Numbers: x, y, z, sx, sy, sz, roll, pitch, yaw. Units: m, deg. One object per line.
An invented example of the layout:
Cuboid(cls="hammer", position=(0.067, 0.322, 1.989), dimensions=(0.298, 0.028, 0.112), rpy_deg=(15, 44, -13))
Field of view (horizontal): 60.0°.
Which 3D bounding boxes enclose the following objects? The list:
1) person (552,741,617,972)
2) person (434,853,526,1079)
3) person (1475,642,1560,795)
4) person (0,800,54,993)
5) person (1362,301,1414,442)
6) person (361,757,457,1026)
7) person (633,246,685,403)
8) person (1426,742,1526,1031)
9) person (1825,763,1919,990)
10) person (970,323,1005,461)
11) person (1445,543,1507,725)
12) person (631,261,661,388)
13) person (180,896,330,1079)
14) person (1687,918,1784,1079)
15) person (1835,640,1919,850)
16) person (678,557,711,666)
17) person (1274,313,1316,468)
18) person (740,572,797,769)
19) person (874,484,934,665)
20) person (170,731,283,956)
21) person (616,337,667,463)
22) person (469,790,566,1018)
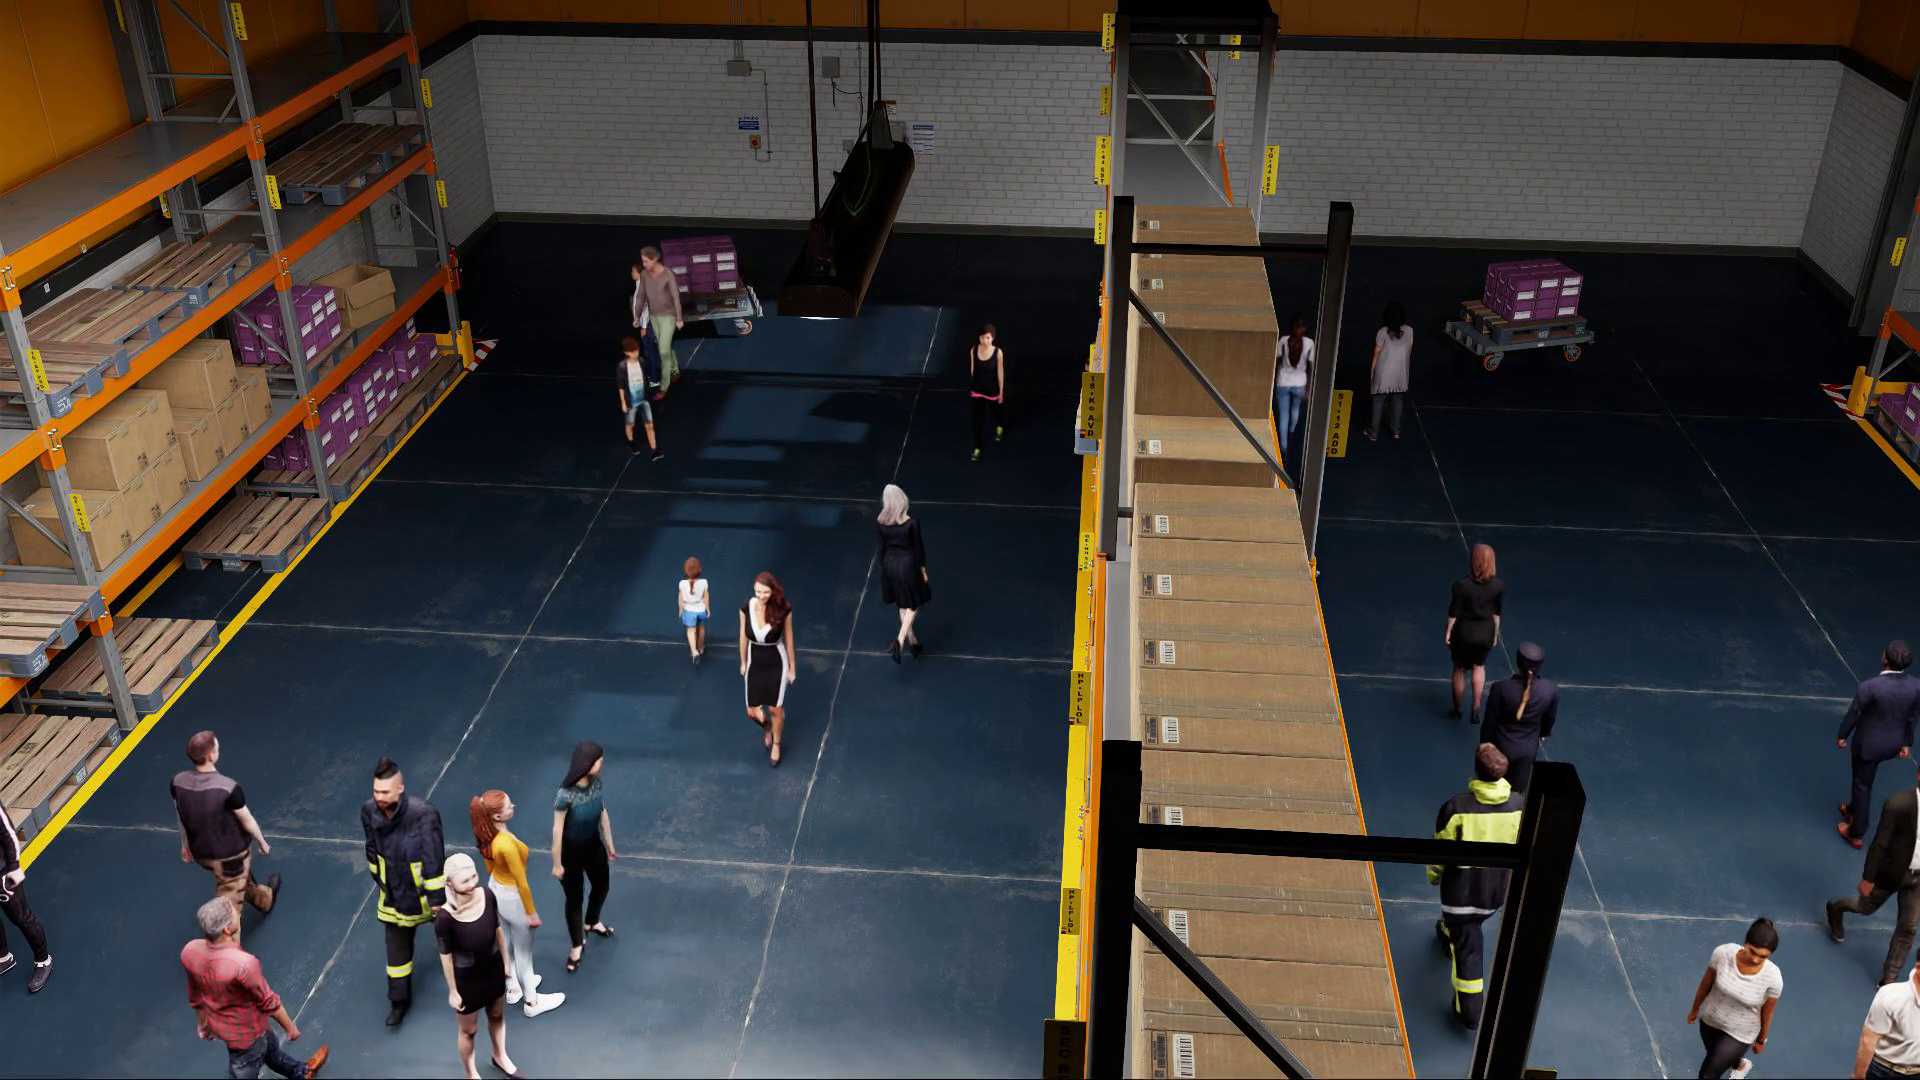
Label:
Cuboid(cls="person", position=(-2.613, 2.155, 11.211), dimensions=(0.628, 1.696, 0.762), rpy_deg=(-23, 36, -35))
Cuboid(cls="person", position=(-2.954, 2.659, 10.151), dimensions=(0.720, 1.828, 0.626), rpy_deg=(22, 35, 34))
Cuboid(cls="person", position=(4.114, 1.579, 12.332), dimensions=(0.712, 1.634, 0.979), rpy_deg=(2, 29, 4))
Cuboid(cls="person", position=(-6.438, 2.189, 11.004), dimensions=(0.683, 1.835, 0.567), rpy_deg=(4, 29, 6))
Cuboid(cls="person", position=(4.853, -1.911, 18.762), dimensions=(0.726, 1.603, 0.765), rpy_deg=(-7, 29, -12))
Cuboid(cls="person", position=(-3.574, 2.196, 11.008), dimensions=(0.748, 1.819, 1.119), rpy_deg=(2, 29, 4))
Cuboid(cls="person", position=(-3.500, -2.660, 19.897), dimensions=(0.949, 1.832, 1.138), rpy_deg=(17, 33, 28))
Cuboid(cls="person", position=(3.357, 2.261, 10.775), dimensions=(0.941, 1.928, 1.336), rpy_deg=(-3, 29, -5))
Cuboid(cls="person", position=(6.214, 2.173, 11.104), dimensions=(0.790, 1.766, 1.204), rpy_deg=(-1, 29, -2))
Cuboid(cls="person", position=(0.323, -1.696, 18.458), dimensions=(0.655, 1.517, 1.063), rpy_deg=(6, 29, 12))
Cuboid(cls="person", position=(4.228, 0.838, 13.630), dimensions=(0.619, 1.691, 0.719), rpy_deg=(1, 29, 1))
Cuboid(cls="person", position=(-3.797, -2.633, 20.132), dimensions=(0.653, 1.559, 0.551), rpy_deg=(-7, 29, -12))
Cuboid(cls="person", position=(-4.270, 2.919, 9.723), dimensions=(1.031, 1.780, 1.316), rpy_deg=(14, 32, 24))
Cuboid(cls="person", position=(4.659, 2.875, 9.988), dimensions=(1.094, 1.604, 1.038), rpy_deg=(-20, 34, -32))
Cuboid(cls="person", position=(6.804, 1.561, 12.282), dimensions=(0.704, 1.713, 0.747), rpy_deg=(-1, 29, -2))
Cuboid(cls="person", position=(-2.348, 0.631, 14.721), dimensions=(0.520, 1.010, 0.696), rpy_deg=(-5, 29, -9))
Cuboid(cls="person", position=(3.609, -1.617, 18.142), dimensions=(0.590, 1.680, 1.083), rpy_deg=(2, 29, 4))
Cuboid(cls="person", position=(-1.518, 0.990, 13.253), dimensions=(0.609, 1.786, 0.606), rpy_deg=(3, 29, 6))
Cuboid(cls="person", position=(-0.534, 0.350, 14.491), dimensions=(0.749, 1.724, 0.924), rpy_deg=(10, 30, 18))
Cuboid(cls="person", position=(-4.999, 2.148, 11.118), dimensions=(0.854, 1.798, 1.195), rpy_deg=(8, 30, 15))
Cuboid(cls="person", position=(-3.602, -1.566, 18.328), dimensions=(0.904, 1.414, 1.010), rpy_deg=(-18, 33, -30))
Cuboid(cls="person", position=(-2.925, 2.347, 10.803), dimensions=(0.738, 1.750, 0.684), rpy_deg=(-24, 37, -37))
